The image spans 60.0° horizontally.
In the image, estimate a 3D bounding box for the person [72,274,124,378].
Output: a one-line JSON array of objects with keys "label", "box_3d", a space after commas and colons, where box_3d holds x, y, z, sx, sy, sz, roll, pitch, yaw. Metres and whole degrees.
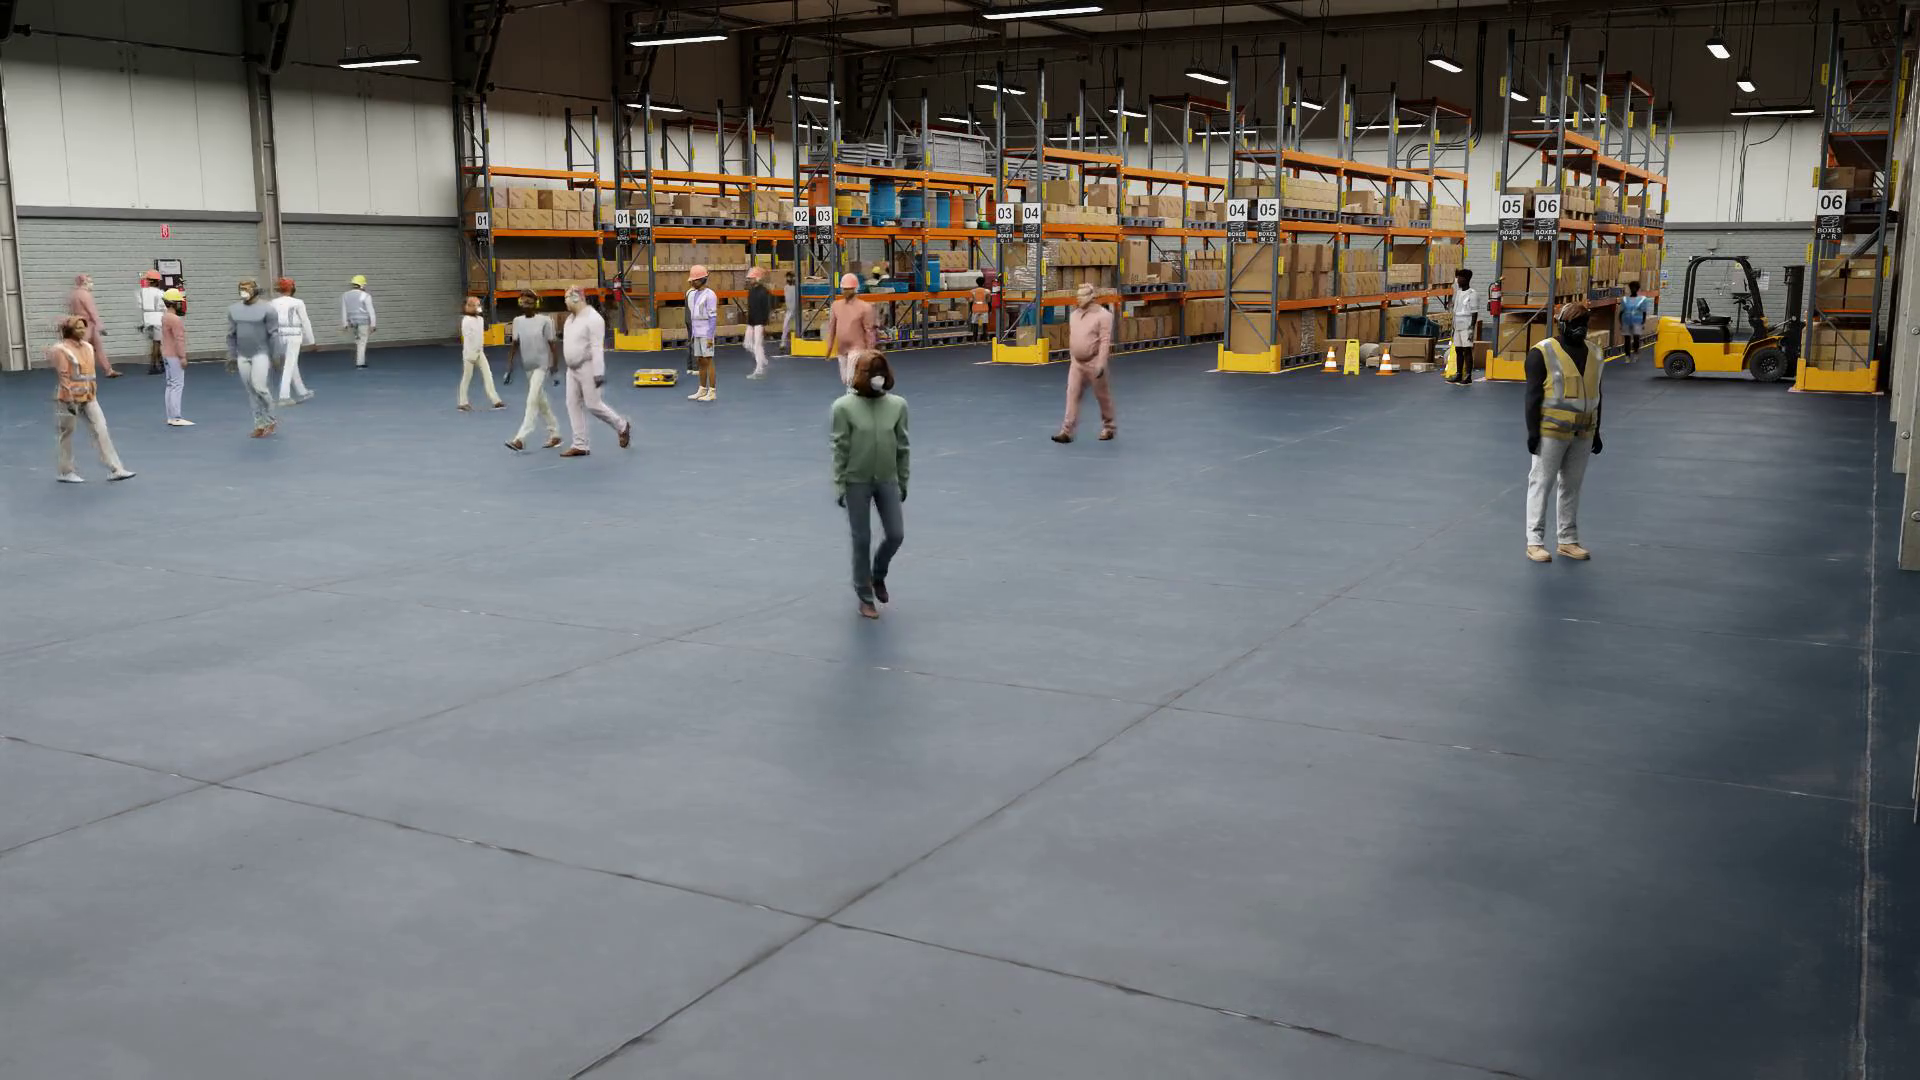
[{"label": "person", "box_3d": [-15.455, -3.763, 29.436, 1.019, 1.857, 0.634, -7, 12, -34]}]

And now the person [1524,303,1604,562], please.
[{"label": "person", "box_3d": [4.335, -0.767, 11.912, 0.619, 1.845, 0.430, -3, 10, -16]}]

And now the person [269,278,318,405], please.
[{"label": "person", "box_3d": [-9.806, -2.932, 24.560, 0.601, 1.838, 0.939, 3, 10, 18]}]

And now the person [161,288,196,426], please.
[{"label": "person", "box_3d": [-10.082, -2.347, 21.395, 0.324, 1.764, 0.525, -9, 13, -42]}]

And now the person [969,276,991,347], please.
[{"label": "person", "box_3d": [0.491, -5.487, 39.968, 0.540, 1.696, 0.317, 1, 10, 5]}]

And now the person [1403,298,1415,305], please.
[{"label": "person", "box_3d": [12.677, -6.783, 47.077, 0.390, 1.874, 0.688, 0, 10, 1]}]

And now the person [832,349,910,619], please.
[{"label": "person", "box_3d": [-0.538, -0.337, 10.029, 0.498, 1.626, 0.387, -4, 10, -21]}]

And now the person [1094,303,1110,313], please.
[{"label": "person", "box_3d": [3.792, -6.369, 44.310, 0.654, 1.971, 0.702, 8, 13, 41]}]

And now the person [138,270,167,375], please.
[{"label": "person", "box_3d": [-14.791, -4.022, 30.779, 0.579, 1.903, 0.872, 2, 10, 13]}]

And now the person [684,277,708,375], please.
[{"label": "person", "box_3d": [-4.873, -3.947, 30.538, 0.343, 1.840, 0.507, -6, 11, -30]}]

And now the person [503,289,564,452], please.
[{"label": "person", "box_3d": [-4.783, -1.886, 18.590, 0.548, 1.811, 1.010, 5, 11, 27]}]

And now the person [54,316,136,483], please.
[{"label": "person", "box_3d": [-8.328, -1.327, 15.867, 0.818, 1.597, 0.535, 2, 10, 13]}]

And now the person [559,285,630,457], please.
[{"label": "person", "box_3d": [-4.067, -1.855, 18.224, 0.679, 1.863, 0.761, 9, 13, 43]}]

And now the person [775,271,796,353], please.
[{"label": "person", "box_3d": [-3.827, -5.110, 37.392, 0.508, 1.824, 0.960, 5, 11, 27]}]

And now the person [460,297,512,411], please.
[{"label": "person", "box_3d": [-6.713, -2.592, 23.310, 0.800, 1.599, 0.519, 3, 10, 19]}]

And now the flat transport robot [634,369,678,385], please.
[{"label": "flat transport robot", "box_3d": [-5.156, -2.771, 28.238, 0.652, 0.197, 1.431, -1, 10, -6]}]

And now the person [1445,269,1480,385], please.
[{"label": "person", "box_3d": [8.505, -3.595, 28.102, 0.361, 1.964, 0.613, -3, 10, -16]}]

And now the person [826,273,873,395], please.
[{"label": "person", "box_3d": [-1.405, -2.543, 21.978, 0.618, 1.964, 0.907, 6, 11, 29]}]

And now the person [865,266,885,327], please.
[{"label": "person", "box_3d": [-2.175, -5.974, 42.174, 0.589, 1.915, 0.593, 5, 11, 26]}]

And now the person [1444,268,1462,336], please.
[{"label": "person", "box_3d": [13.191, -6.324, 44.407, 0.510, 1.860, 0.333, 2, 10, 11]}]

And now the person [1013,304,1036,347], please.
[{"label": "person", "box_3d": [1.557, -5.371, 38.955, 0.598, 1.805, 0.896, 4, 11, 23]}]

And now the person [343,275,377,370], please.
[{"label": "person", "box_3d": [-11.523, -4.198, 32.111, 0.614, 1.800, 0.731, 3, 10, 15]}]

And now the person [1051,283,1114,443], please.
[{"label": "person", "box_3d": [1.498, -2.063, 19.458, 0.655, 1.854, 0.995, 8, 13, 40]}]

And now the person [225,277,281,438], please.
[{"label": "person", "box_3d": [-8.442, -2.168, 19.851, 0.625, 1.923, 0.502, 2, 10, 10]}]

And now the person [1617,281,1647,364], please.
[{"label": "person", "box_3d": [13.471, -4.357, 33.381, 0.545, 1.675, 0.428, 6, 11, 29]}]

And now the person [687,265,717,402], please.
[{"label": "person", "box_3d": [-3.874, -3.083, 24.914, 0.390, 2.034, 0.605, -7, 12, -36]}]

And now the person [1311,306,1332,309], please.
[{"label": "person", "box_3d": [8.884, -5.900, 41.381, 0.711, 2.000, 0.582, 4, 11, 24]}]

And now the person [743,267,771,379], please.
[{"label": "person", "box_3d": [-3.606, -3.840, 29.476, 0.440, 1.983, 0.639, -7, 12, -35]}]

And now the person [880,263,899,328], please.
[{"label": "person", "box_3d": [-1.859, -6.336, 43.991, 0.625, 2.029, 0.434, 3, 10, 16]}]
